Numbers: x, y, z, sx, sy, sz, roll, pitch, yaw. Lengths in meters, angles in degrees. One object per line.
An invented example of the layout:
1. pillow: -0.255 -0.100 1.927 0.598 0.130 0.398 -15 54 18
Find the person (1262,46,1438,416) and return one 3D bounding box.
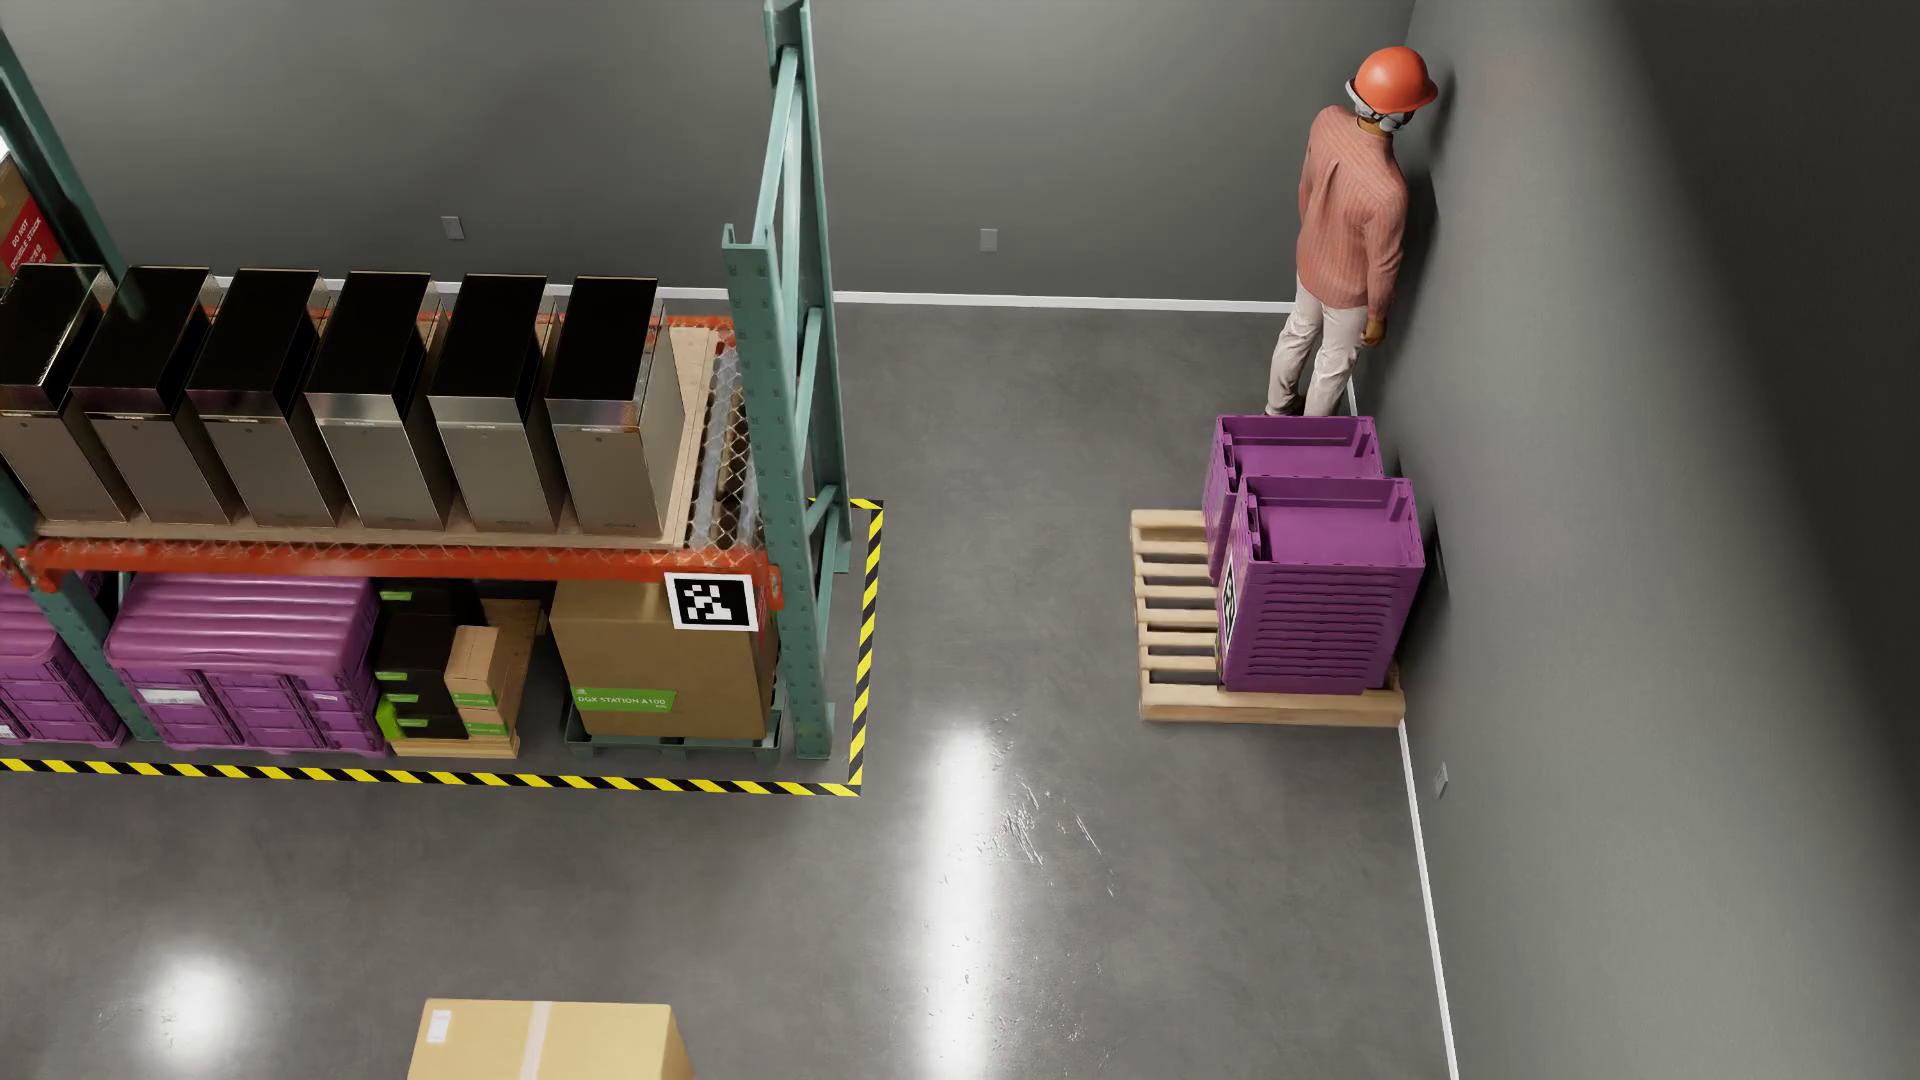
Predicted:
1. person: 1.499 -1.052 6.486 0.375 1.995 0.611 -18 54 -13
